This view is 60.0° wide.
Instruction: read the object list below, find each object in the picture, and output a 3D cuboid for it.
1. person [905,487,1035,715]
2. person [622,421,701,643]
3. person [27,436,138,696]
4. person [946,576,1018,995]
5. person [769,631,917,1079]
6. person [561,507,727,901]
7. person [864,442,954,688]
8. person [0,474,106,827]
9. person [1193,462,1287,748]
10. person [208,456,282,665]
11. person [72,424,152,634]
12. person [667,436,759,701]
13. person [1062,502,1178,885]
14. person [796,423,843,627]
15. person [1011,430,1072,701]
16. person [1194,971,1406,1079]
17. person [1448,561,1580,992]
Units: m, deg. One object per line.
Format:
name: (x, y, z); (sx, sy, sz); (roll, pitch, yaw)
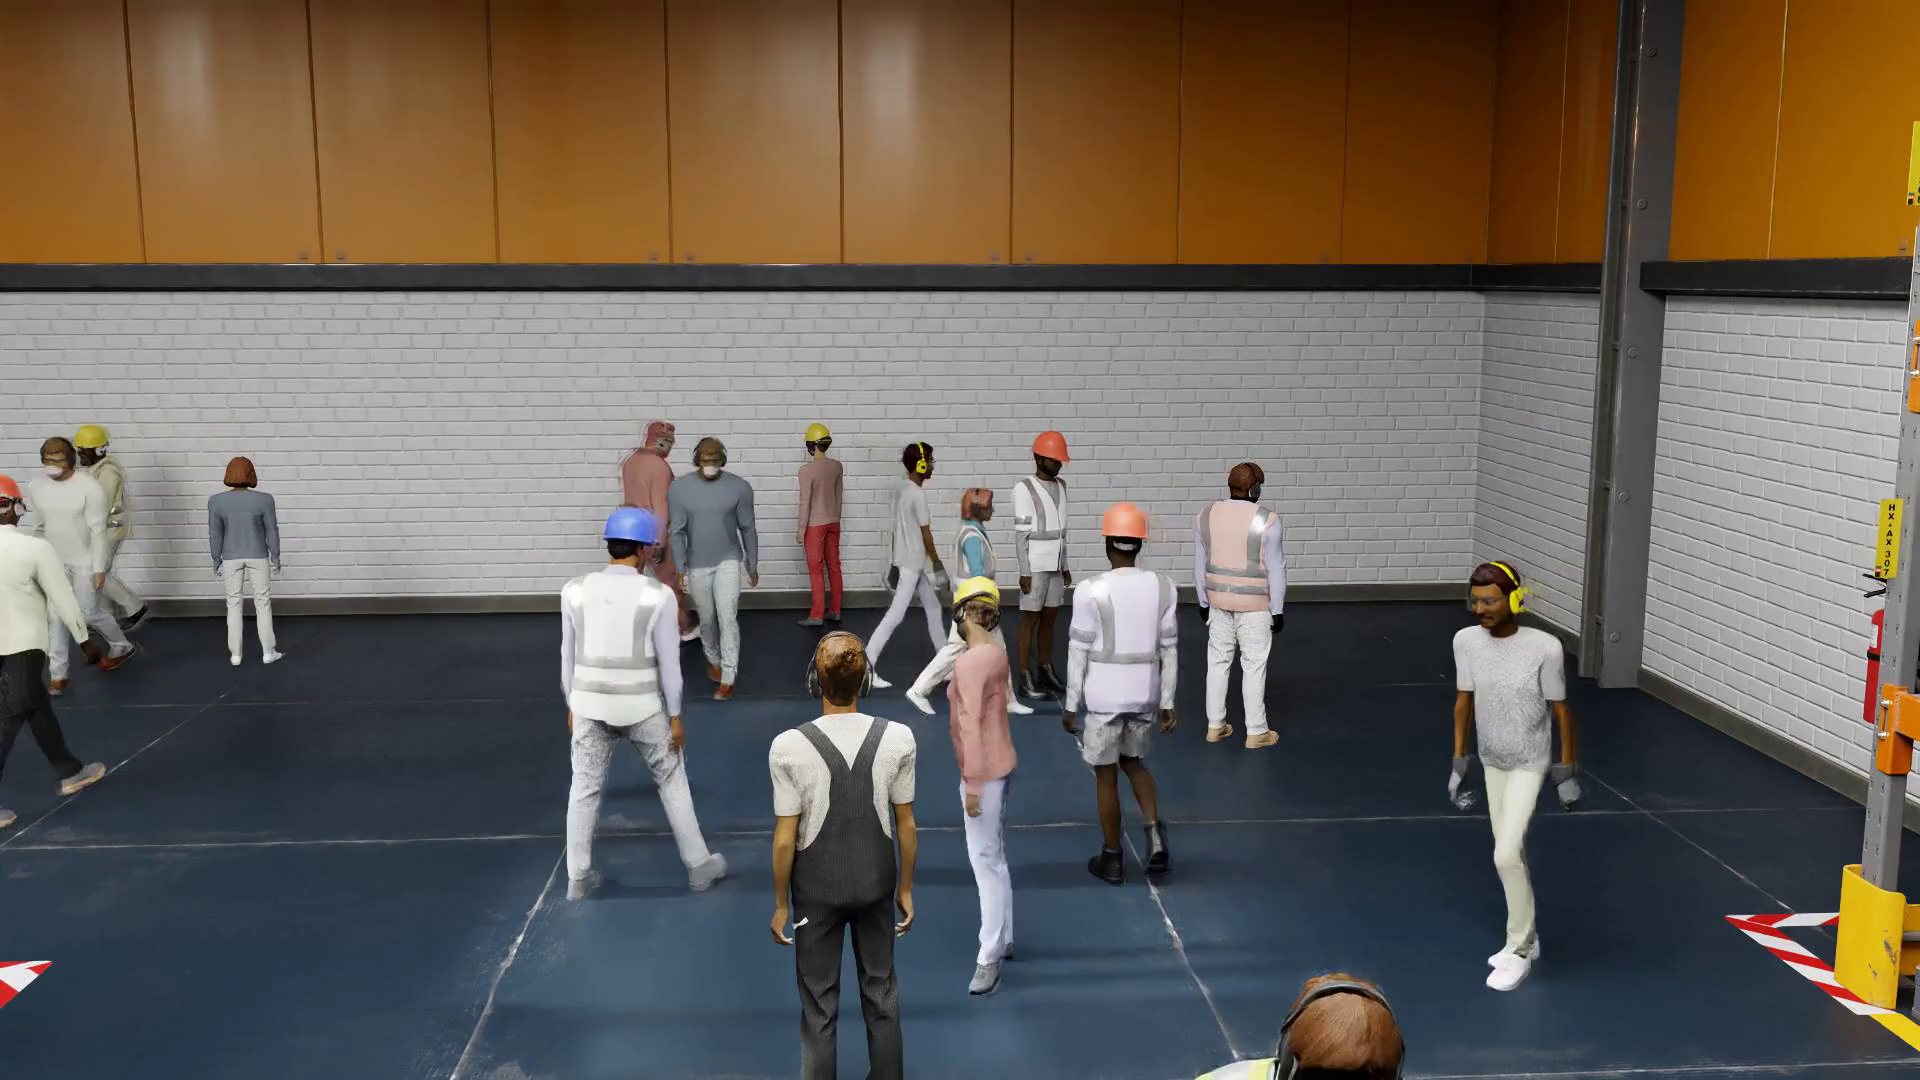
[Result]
person: (0.051, 0.427, 11.414); (0.850, 1.602, 0.513); (1, 9, 9)
person: (-2.473, -0.039, 13.570); (0.970, 1.845, 0.728); (-8, 12, -41)
person: (-6.482, 0.149, 12.266); (0.640, 1.896, 0.808); (0, 9, 2)
person: (0.067, 1.041, 7.193); (0.336, 1.718, 0.682); (2, 9, 15)
person: (-0.396, 1.217, 5.689); (0.506, 1.846, 0.342); (-3, 9, -18)
person: (-1.600, 0.798, 8.145); (0.732, 1.911, 0.511); (1, 9, 8)
person: (-0.351, 0.190, 12.260); (1.003, 1.821, 0.507); (-2, 9, -12)
person: (-5.319, 0.595, 9.358); (0.635, 1.929, 1.081); (3, 10, 18)
person: (1.820, 0.415, 10.734); (0.633, 1.841, 0.429); (7, 11, 37)
person: (-5.567, 0.162, 12.973); (0.507, 1.633, 0.276); (-2, 9, -14)
person: (-7.162, -0.081, 13.957); (0.508, 1.803, 0.607); (-7, 12, -39)
person: (-1.790, 0.166, 12.137); (0.638, 1.901, 0.853); (0, 9, -2)
person: (0.801, 0.776, 8.234); (0.551, 1.917, 0.478); (-4, 10, -23)
person: (-1.218, -0.130, 14.393); (0.311, 1.769, 0.525); (7, 11, 36)
person: (0.618, 0.175, 11.956); (0.363, 1.933, 0.543); (8, 12, 40)
person: (0.662, 1.657, 3.122); (0.646, 1.787, 0.876); (3, 10, 18)
person: (2.340, 0.992, 7.146); (0.638, 1.826, 0.516); (-7, 11, -35)
